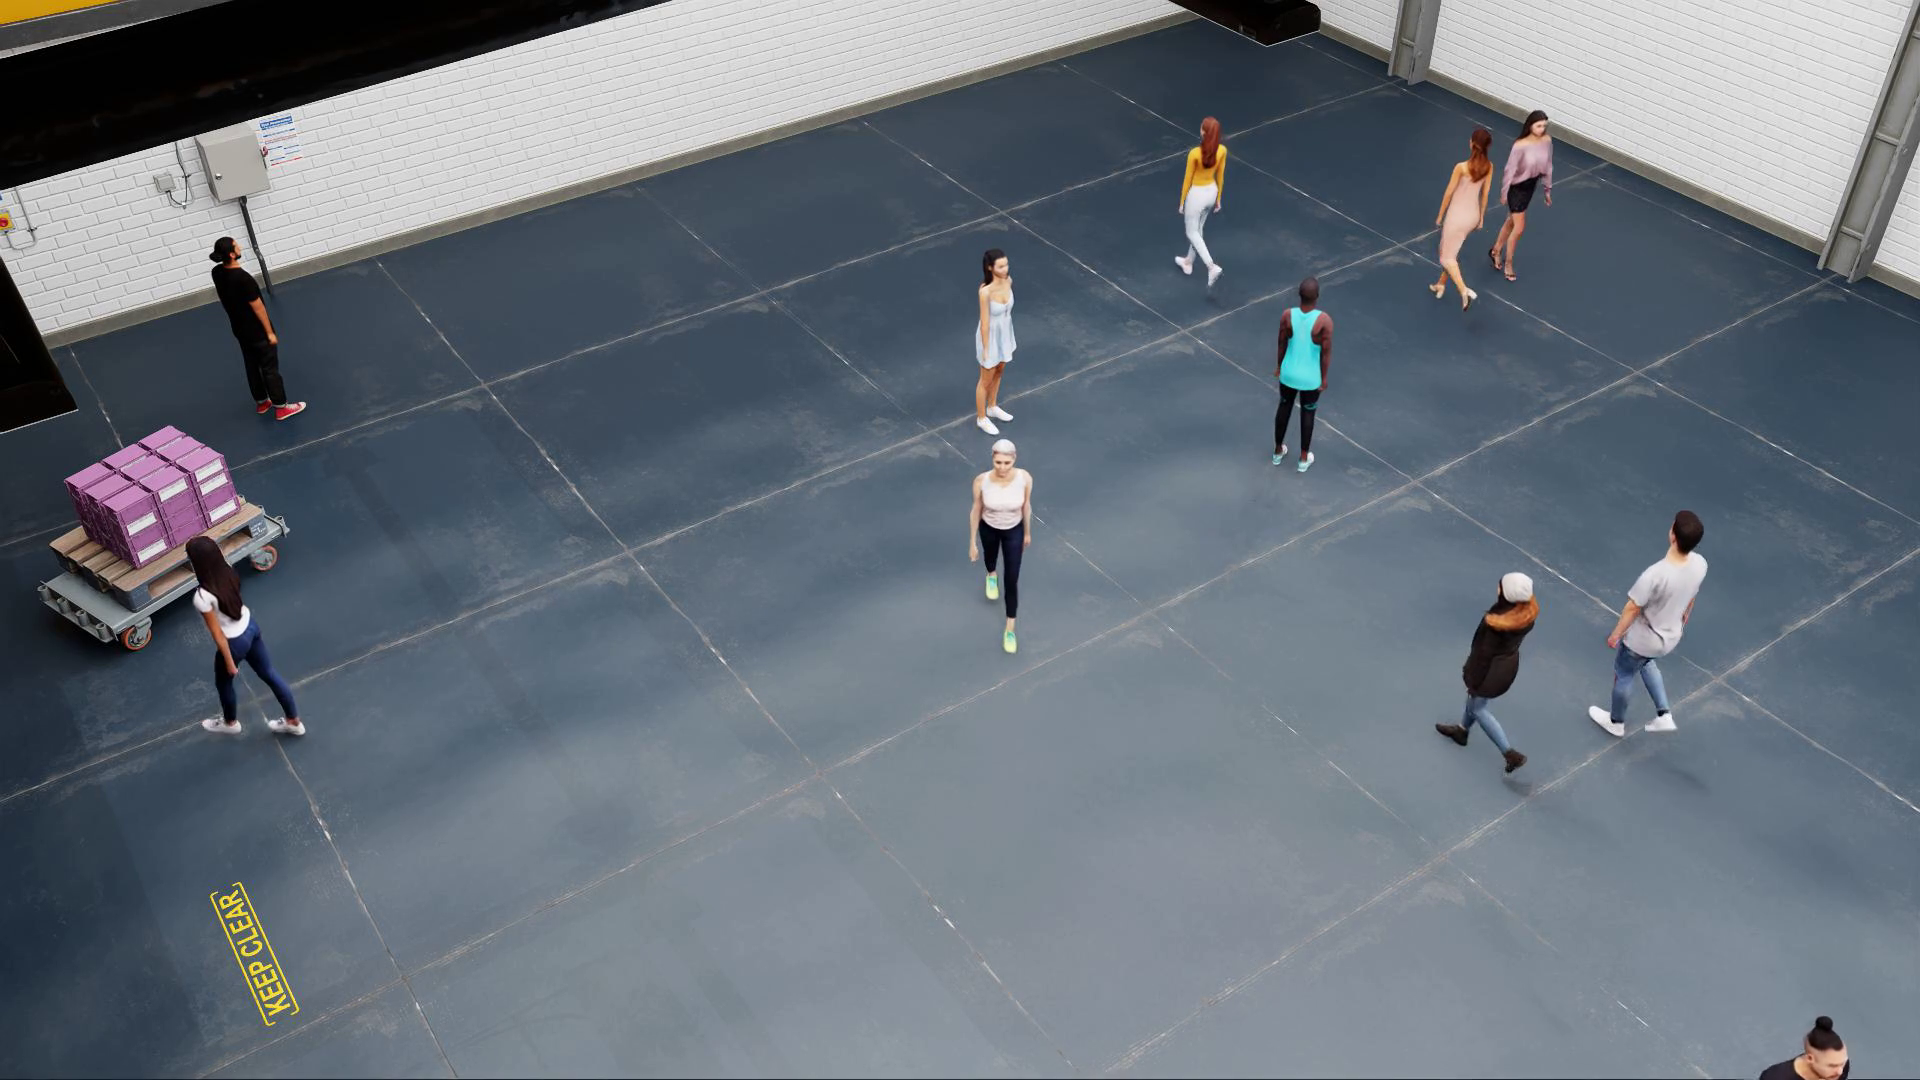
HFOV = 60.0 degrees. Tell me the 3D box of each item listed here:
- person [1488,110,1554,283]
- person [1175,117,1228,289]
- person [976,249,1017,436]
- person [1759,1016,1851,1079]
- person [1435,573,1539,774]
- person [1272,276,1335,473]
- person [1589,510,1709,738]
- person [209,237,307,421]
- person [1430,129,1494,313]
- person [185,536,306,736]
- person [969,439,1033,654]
[{"bbox_3d":[5.509,-3.479,16.553,0.670,1.788,0.742,-20,43,-23],"label":"person"},{"bbox_3d":[2.408,-3.301,16.372,0.723,1.735,1.082,-15,41,-18],"label":"person"},{"bbox_3d":[0.294,-1.750,14.435,0.633,1.729,0.652,25,45,28],"label":"person"},{"bbox_3d":[4.083,2.949,8.471,0.904,1.830,1.172,-12,40,-15],"label":"person"},{"bbox_3d":[3.644,0.899,11.209,0.693,1.616,0.983,-30,47,-32],"label":"person"},{"bbox_3d":[2.824,-1.368,13.894,0.639,1.808,0.764,18,42,21],"label":"person"},{"bbox_3d":[4.772,0.665,11.299,0.754,1.870,0.857,-18,42,-21],"label":"person"},{"bbox_3d":[-6.199,-1.854,14.542,0.671,1.758,0.782,18,42,22],"label":"person"},{"bbox_3d":[4.854,-3.018,15.962,0.786,1.805,1.071,-11,40,-14],"label":"person"},{"bbox_3d":[-4.829,0.706,11.344,1.023,1.748,0.974,5,39,6],"label":"person"},{"bbox_3d":[0.293,-0.093,12.426,1.052,1.649,1.269,-2,39,-2],"label":"person"}]
